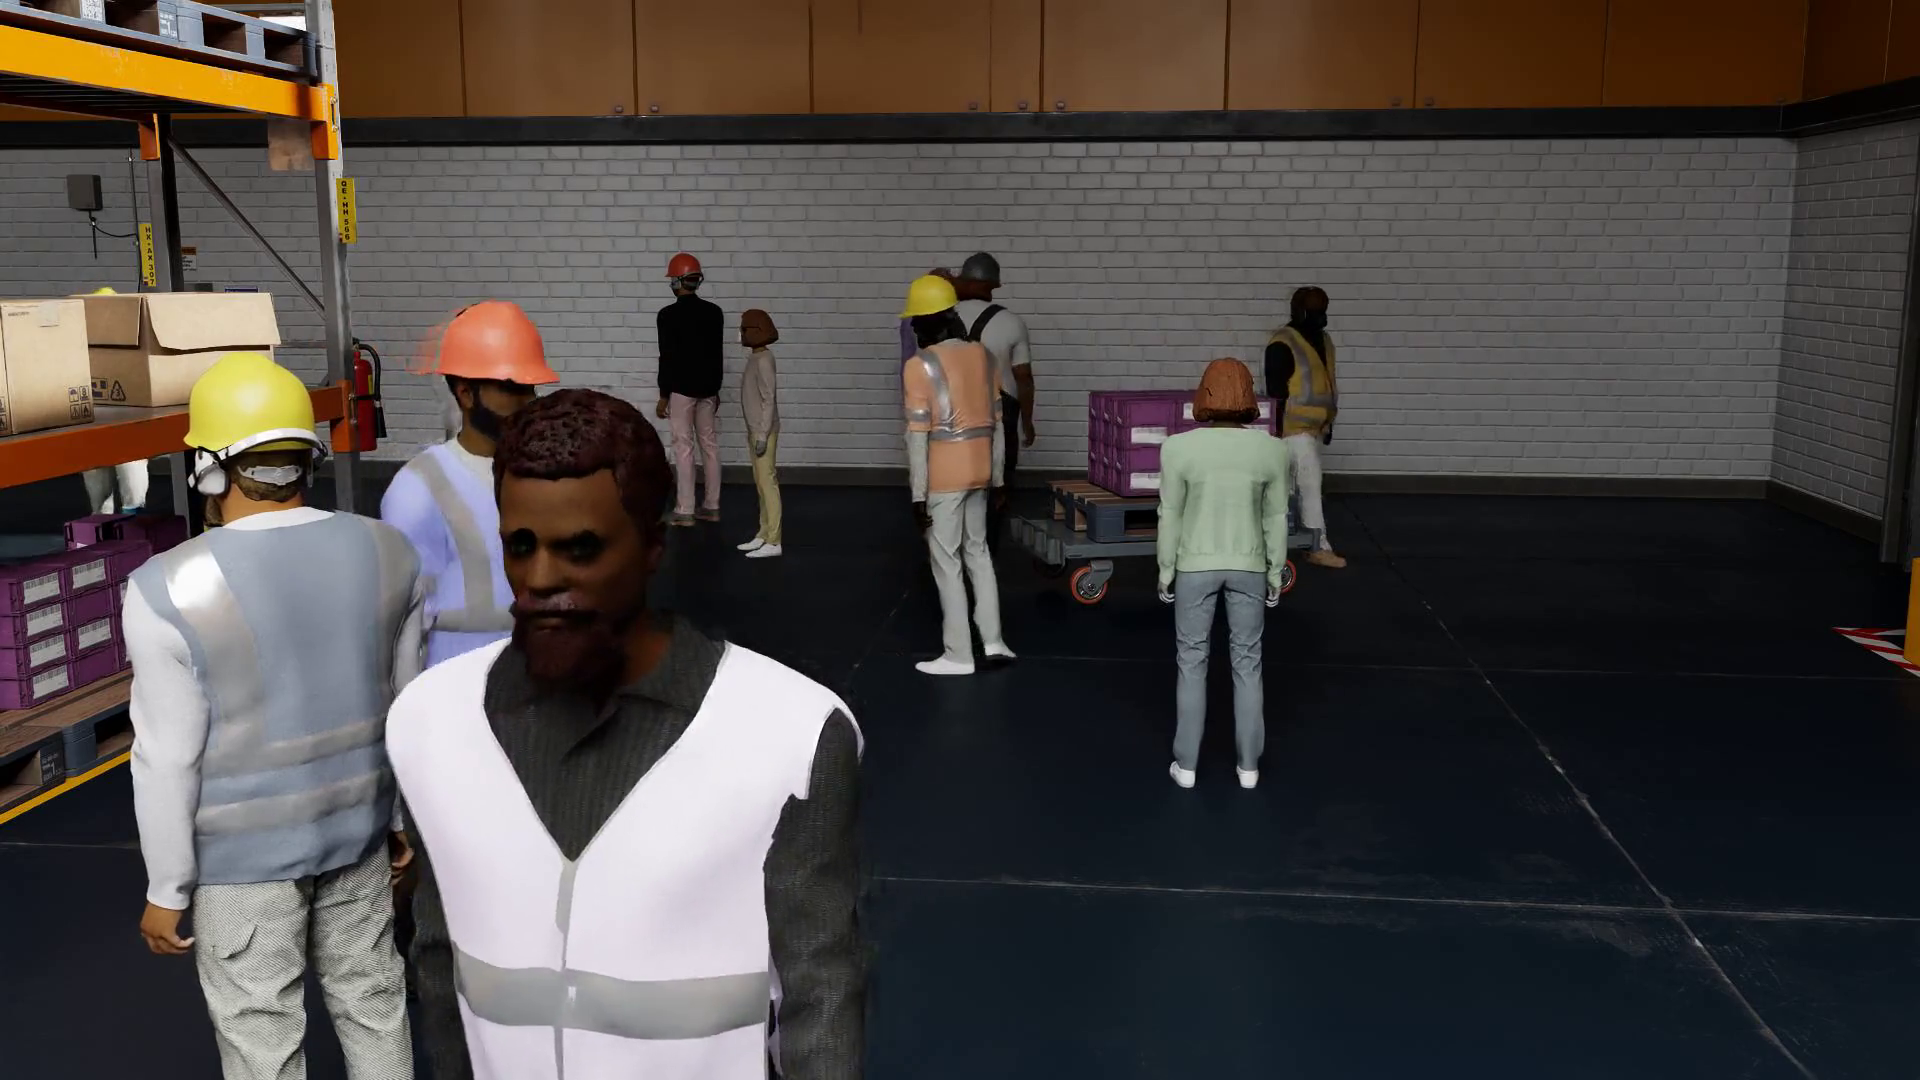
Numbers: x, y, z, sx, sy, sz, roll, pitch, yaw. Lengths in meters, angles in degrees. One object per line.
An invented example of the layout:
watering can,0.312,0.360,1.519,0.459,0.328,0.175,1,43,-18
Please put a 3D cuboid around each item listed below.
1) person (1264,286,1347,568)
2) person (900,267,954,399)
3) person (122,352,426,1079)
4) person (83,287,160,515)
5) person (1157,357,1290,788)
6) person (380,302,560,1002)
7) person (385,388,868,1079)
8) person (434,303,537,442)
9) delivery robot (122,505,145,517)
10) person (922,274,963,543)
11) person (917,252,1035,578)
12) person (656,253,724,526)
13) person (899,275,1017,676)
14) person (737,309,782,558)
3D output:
person,2.124,-0.742,10.773,0.840,1.805,0.661,9,13,41
person,-0.132,-1.150,12.812,0.676,1.891,0.474,2,10,14
person,-1.303,0.559,3.206,0.404,1.833,0.589,7,12,35
person,-5.339,-0.692,10.470,0.594,1.804,0.878,-5,11,-28
person,0.986,0.130,6.263,0.494,1.624,0.286,0,10,-2
person,-1.238,0.357,4.156,0.875,1.908,0.540,5,11,24
person,-0.409,0.767,1.919,0.603,1.862,1.036,2,10,10
person,-2.065,-0.141,7.345,0.519,1.788,1.033,1,10,6
delivery robot,-4.736,0.043,9.546,0.477,0.478,0.707,4,10,20
person,-0.031,-0.760,10.644,0.436,1.871,0.683,-6,12,-32
person,0.092,-0.762,10.174,0.742,2.000,0.607,2,10,14
person,-1.990,-1.100,12.238,0.376,1.995,0.608,8,12,37
person,-0.025,-0.296,7.894,0.501,1.904,0.635,9,14,43
person,-1.329,-0.702,10.996,0.280,1.634,0.498,-3,10,-15
